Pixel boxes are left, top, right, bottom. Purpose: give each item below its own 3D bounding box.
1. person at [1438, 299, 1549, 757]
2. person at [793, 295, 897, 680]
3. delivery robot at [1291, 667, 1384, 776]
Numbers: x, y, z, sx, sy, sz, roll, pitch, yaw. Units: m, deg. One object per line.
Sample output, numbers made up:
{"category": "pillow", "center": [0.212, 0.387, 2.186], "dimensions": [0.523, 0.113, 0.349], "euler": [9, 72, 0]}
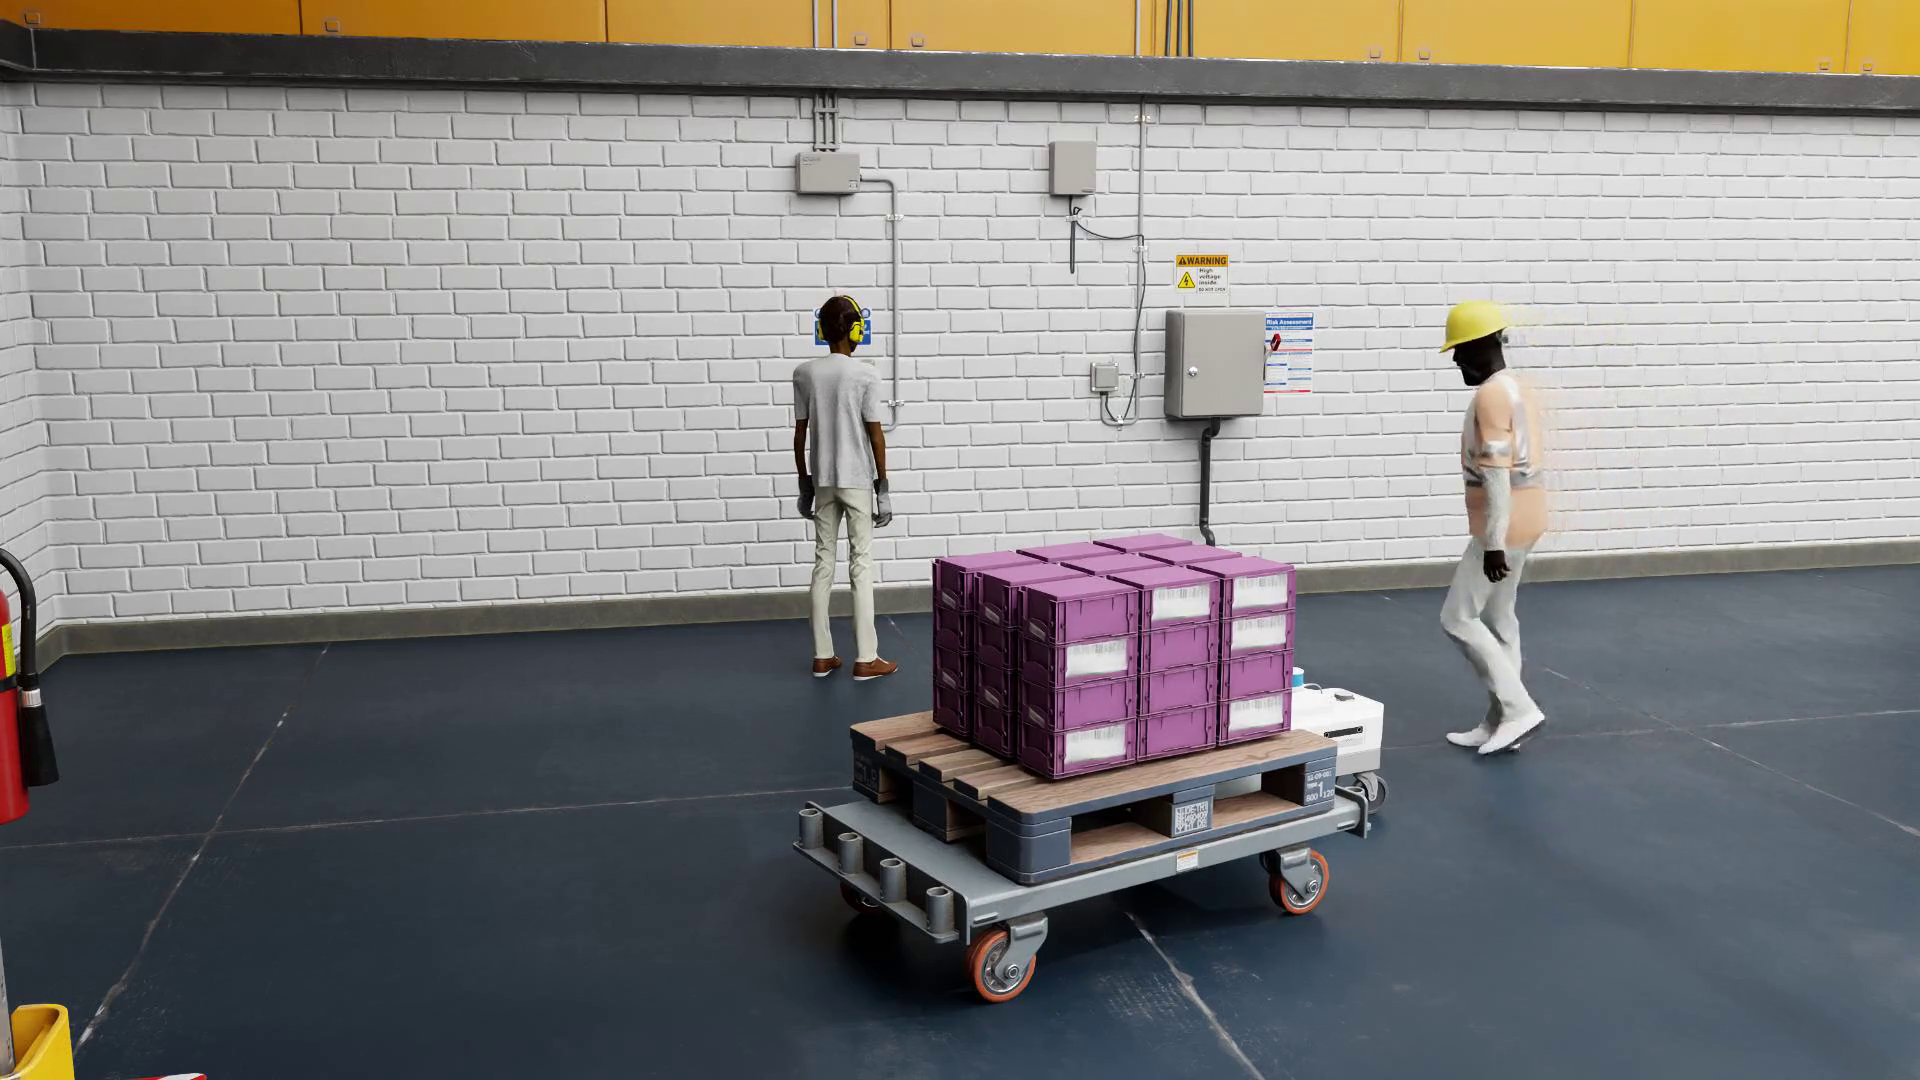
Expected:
{"category": "person", "center": [2.183, -0.045, 6.906], "dimensions": [0.483, 1.882, 0.636], "euler": [6, 12, 28]}
{"category": "person", "center": [-0.566, -0.250, 8.092], "dimensions": [0.521, 1.870, 0.328], "euler": [5, 11, 24]}
{"category": "delivery robot", "center": [1.212, 0.712, 6.143], "dimensions": [0.707, 0.478, 0.477], "euler": [-5, 11, -27]}
